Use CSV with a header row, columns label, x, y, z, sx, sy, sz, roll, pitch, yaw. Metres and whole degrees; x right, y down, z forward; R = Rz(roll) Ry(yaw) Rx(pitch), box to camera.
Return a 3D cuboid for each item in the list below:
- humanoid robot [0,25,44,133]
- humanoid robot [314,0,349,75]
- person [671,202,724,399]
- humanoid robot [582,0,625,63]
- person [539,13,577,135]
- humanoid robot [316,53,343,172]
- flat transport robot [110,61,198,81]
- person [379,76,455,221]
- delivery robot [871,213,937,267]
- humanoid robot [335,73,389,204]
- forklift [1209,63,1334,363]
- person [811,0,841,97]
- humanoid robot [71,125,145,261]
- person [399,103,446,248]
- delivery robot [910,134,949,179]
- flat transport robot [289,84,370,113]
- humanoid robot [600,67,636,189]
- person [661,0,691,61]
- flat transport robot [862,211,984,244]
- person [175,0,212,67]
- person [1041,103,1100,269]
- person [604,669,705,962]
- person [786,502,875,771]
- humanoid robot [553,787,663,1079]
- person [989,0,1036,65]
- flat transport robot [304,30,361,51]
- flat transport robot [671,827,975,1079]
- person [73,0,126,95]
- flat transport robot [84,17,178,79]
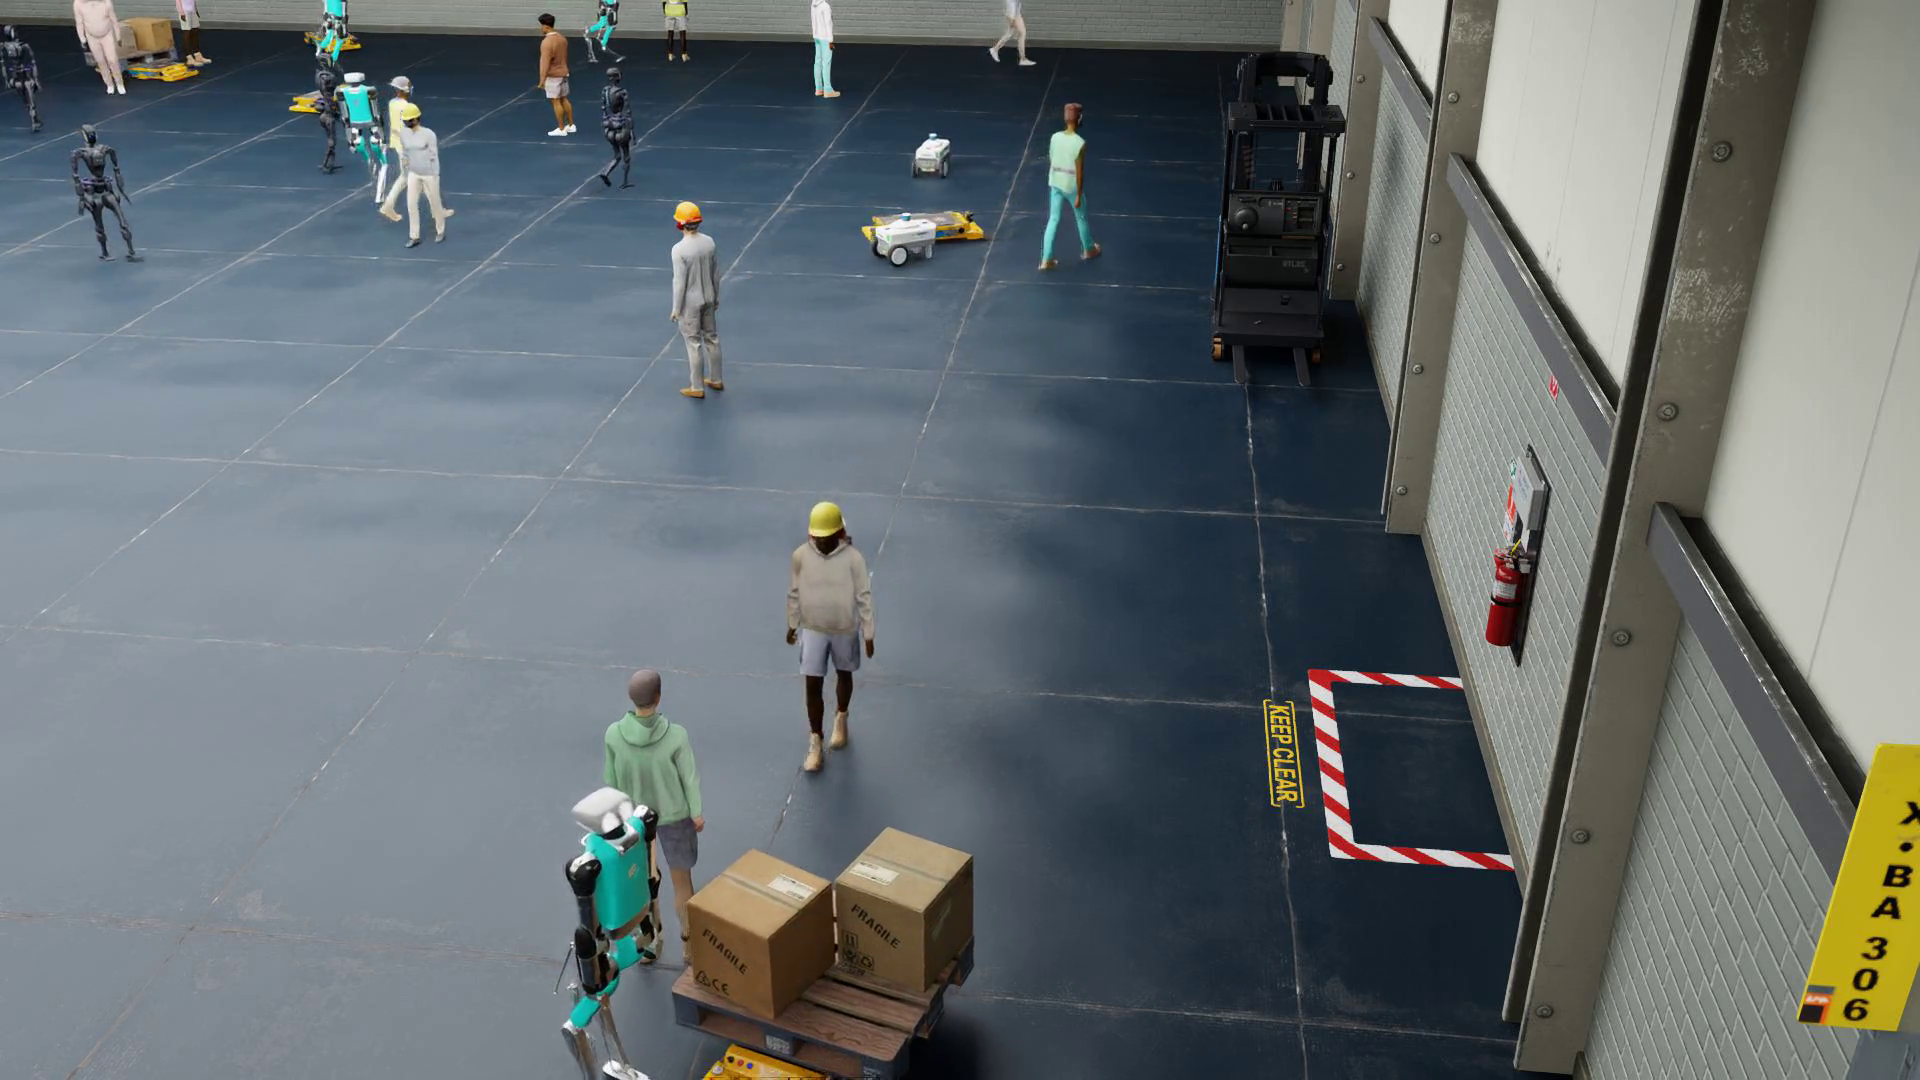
label,x,y,z,sx,sy,sz,roll,pitch,yaw
humanoid robot,-14.687,-7.239,26.066,0.584,1.628,0.767,-1,27,-1
humanoid robot,-11.077,-8.881,29.232,0.559,1.775,0.887,13,29,23
person,-2.535,-2.294,15.904,0.372,1.894,0.582,20,33,34
humanoid robot,-6.654,-9.574,30.664,0.530,1.736,1.040,22,34,37
person,-6.251,-7.204,25.766,0.407,1.841,0.786,11,29,21
humanoid robot,-9.056,-6.116,23.780,0.419,1.645,0.596,-5,27,-10
flat transport robot,-14.613,-8.492,30.092,1.431,0.231,0.659,8,28,16
person,-7.107,-5.019,21.386,0.907,1.861,0.545,-21,34,-36
delivery robot,-0.662,-3.644,20.078,0.752,0.581,0.502,-14,30,-26
humanoid robot,-7.921,-5.394,22.357,0.549,1.858,0.827,-2,27,-4
forklift,3.241,-3.477,17.183,1.129,2.768,1.873,3,27,6
person,-2.324,-8.531,28.334,0.378,1.917,0.491,-19,33,-34
humanoid robot,-10.193,-4.113,19.792,0.642,1.635,0.609,20,33,34
person,-6.623,-4.450,20.378,0.537,1.739,0.761,5,27,9
delivery robot,-0.393,-5.486,23.773,0.499,0.596,0.775,6,27,12
flat transport robot,-10.523,-7.403,27.918,0.659,0.231,1.431,9,28,17
humanoid robot,-4.745,-5.643,22.837,0.610,1.638,0.470,19,32,33
person,-5.343,-9.876,31.268,0.533,1.692,0.320,6,27,11
flat transport robot,-0.474,-3.926,20.977,1.431,0.231,0.659,-6,27,-13
person,-14.273,-9.824,30.791,0.394,2.035,0.603,2,27,4
person,1.289,-4.205,19.693,0.483,1.918,1.052,15,30,27
person,-1.575,1.446,8.605,0.486,1.742,0.328,1,27,2
person,-0.815,0.606,10.278,0.577,1.741,0.718,1,27,2
humanoid robot,-1.717,1.893,7.754,0.662,1.829,0.541,14,30,26
person,0.985,-9.755,30.839,0.805,1.853,0.501,-1,27,-3
flat transport robot,-12.402,-9.859,32.819,0.659,0.231,1.431,-18,32,-32
flat transport robot,-0.683,2.381,8.385,0.659,0.231,1.431,11,29,21
person,-14.701,-8.561,28.431,0.651,1.879,0.717,-9,28,-18
flat transport robot,-15.038,-8.621,30.349,1.431,0.231,0.659,15,30,27
